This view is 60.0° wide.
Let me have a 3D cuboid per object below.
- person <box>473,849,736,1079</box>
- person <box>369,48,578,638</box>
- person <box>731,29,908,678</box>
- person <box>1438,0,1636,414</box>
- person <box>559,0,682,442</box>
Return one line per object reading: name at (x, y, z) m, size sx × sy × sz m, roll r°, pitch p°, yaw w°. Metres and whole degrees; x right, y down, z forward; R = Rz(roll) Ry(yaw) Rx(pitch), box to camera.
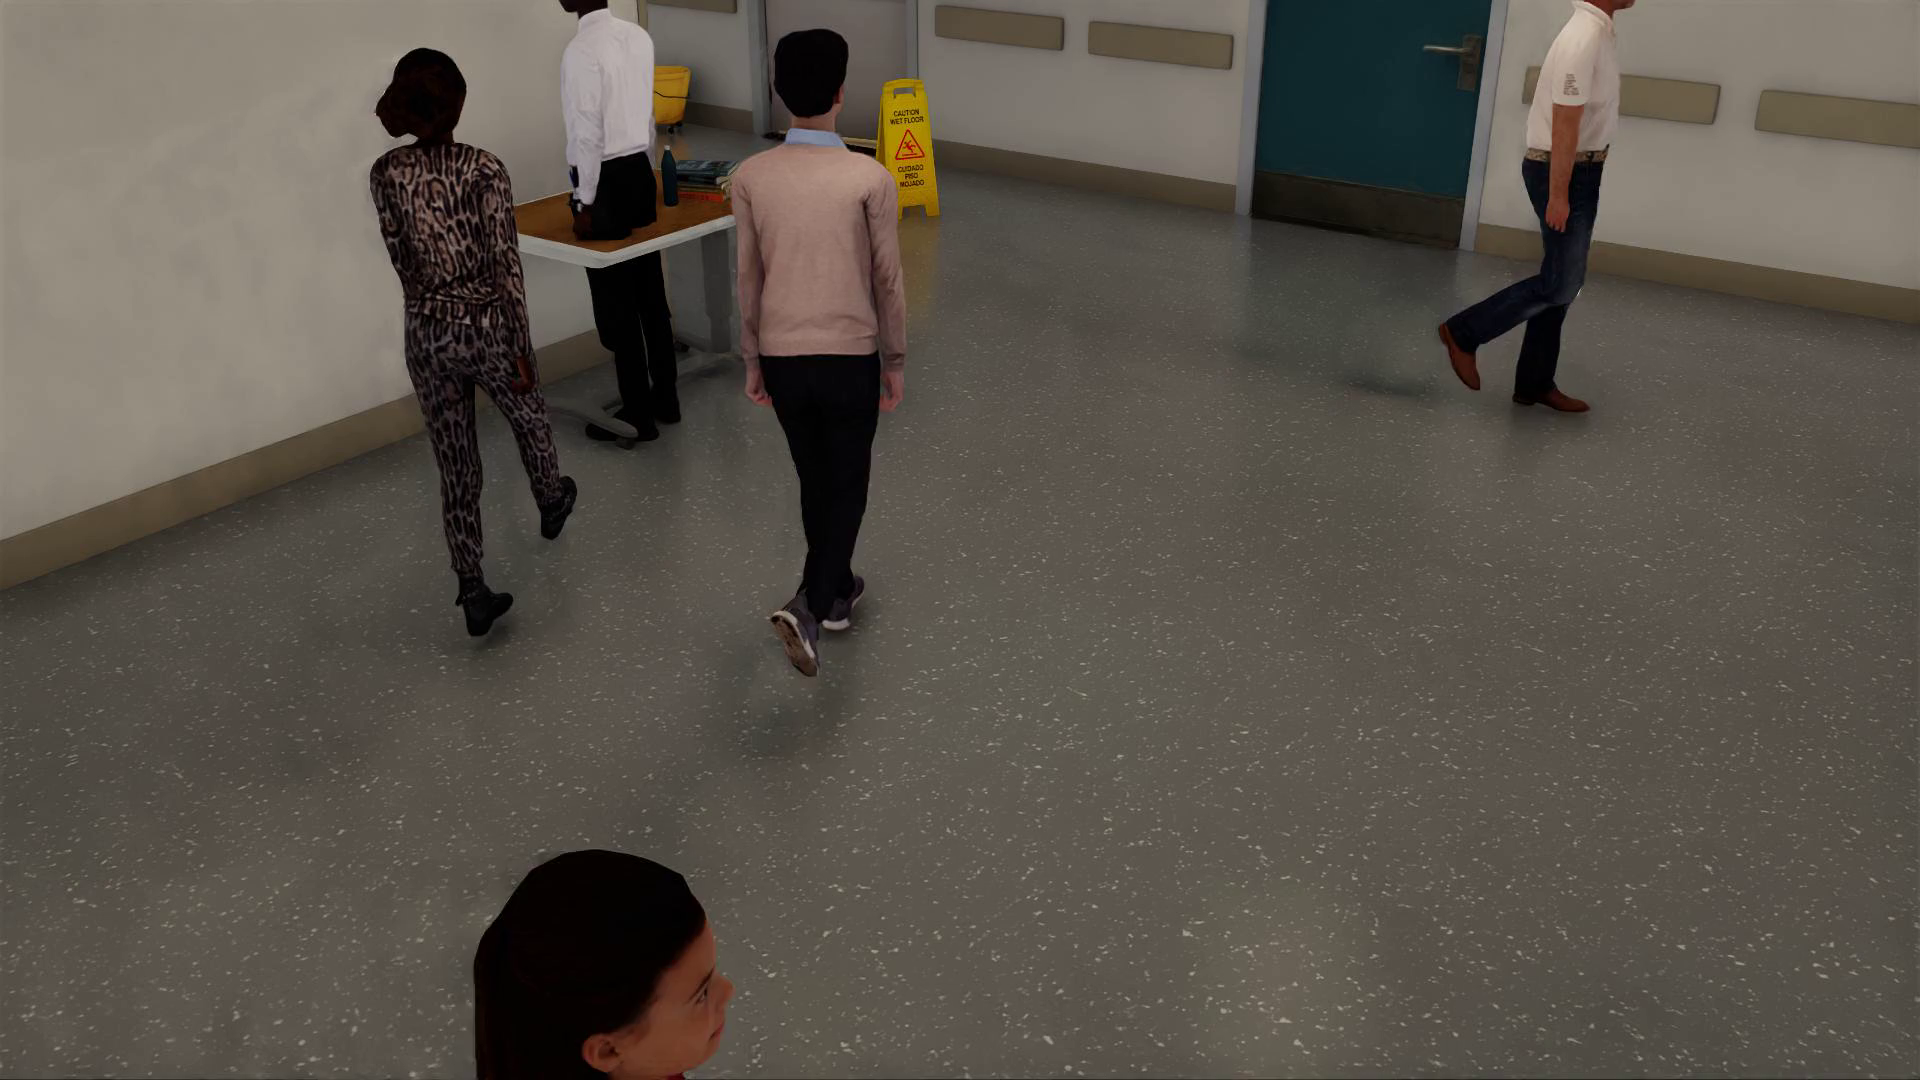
person at (-0.430, 1.013, 1.860) m, size 1.031 × 1.522 × 1.006 m, roll -6°, pitch 26°, yaw -12°
person at (-1.484, -0.517, 4.865) m, size 1.117 × 1.675 × 1.020 m, roll 3°, pitch 26°, yaw 6°
person at (-0.411, -0.460, 4.616) m, size 1.087 × 1.788 × 0.971 m, roll 5°, pitch 26°, yaw 10°
person at (2.254, -1.398, 6.503) m, size 0.844 × 1.840 × 0.665 m, roll 16°, pitch 30°, yaw 30°
person at (-1.294, -1.278, 6.259) m, size 0.618 × 1.834 × 0.694 m, roll 10°, pitch 27°, yaw 19°
